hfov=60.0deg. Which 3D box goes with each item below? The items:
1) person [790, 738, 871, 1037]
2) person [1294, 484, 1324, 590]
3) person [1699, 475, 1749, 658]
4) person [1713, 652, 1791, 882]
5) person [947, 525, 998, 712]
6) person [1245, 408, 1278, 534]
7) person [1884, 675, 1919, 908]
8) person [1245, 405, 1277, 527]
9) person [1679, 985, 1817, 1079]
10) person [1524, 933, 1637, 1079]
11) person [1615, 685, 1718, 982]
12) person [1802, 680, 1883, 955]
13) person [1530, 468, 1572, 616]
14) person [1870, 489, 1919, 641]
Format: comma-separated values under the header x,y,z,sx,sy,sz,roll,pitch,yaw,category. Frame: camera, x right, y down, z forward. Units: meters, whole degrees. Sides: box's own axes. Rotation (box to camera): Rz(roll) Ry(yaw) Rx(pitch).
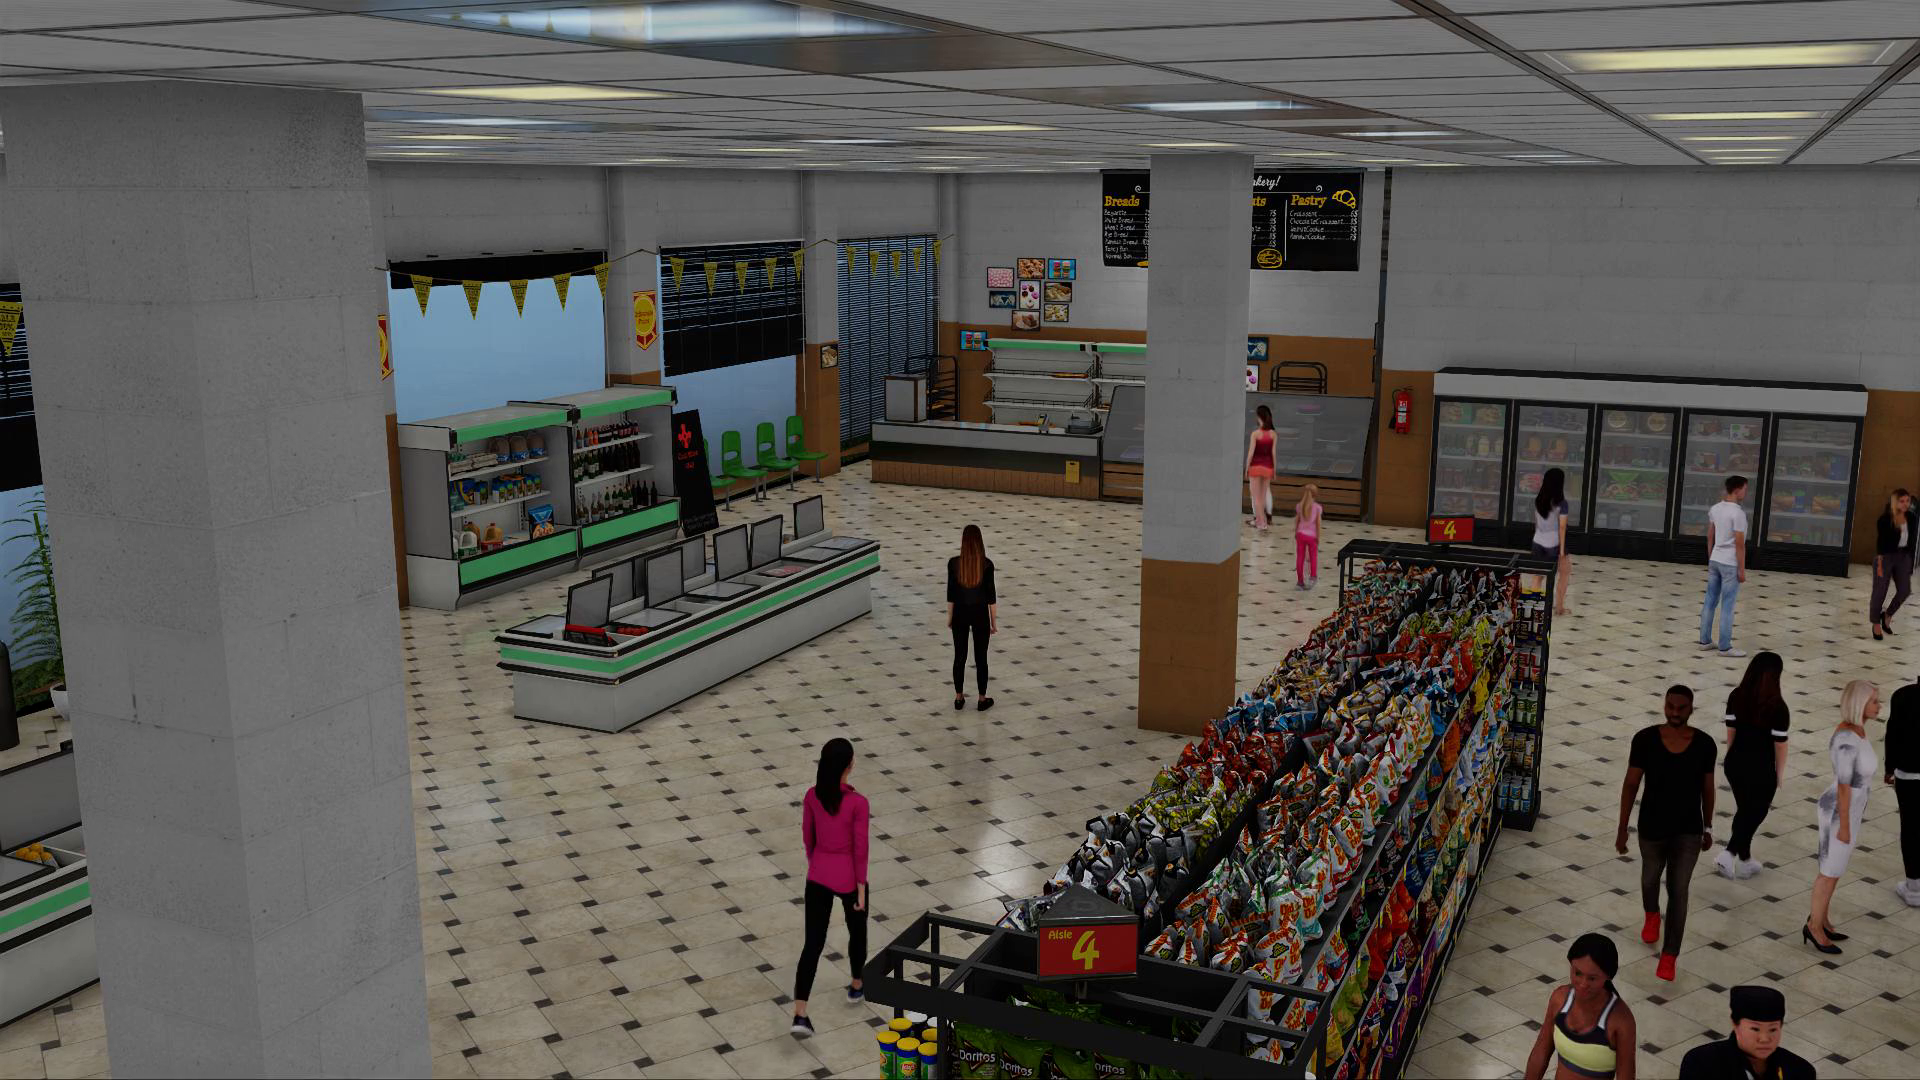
x,y,z,sx,sy,sz,roll,pitch,yaw,category
-0.746,1.977,9.332,0.680,1.659,1.156,4,12,17,person
4.133,-0.029,19.858,0.519,1.247,0.822,4,13,20,person
7.841,0.253,17.040,0.786,1.856,0.700,-3,12,-14,person
5.359,1.572,11.343,0.989,1.623,0.865,-7,14,-30,person
0.093,0.707,15.238,0.661,1.710,0.612,2,12,11,person
4.187,-0.944,23.038,0.922,1.727,1.051,-3,12,-12,person
6.375,1.566,10.940,0.744,1.800,0.788,3,12,15,person
4.291,-1.059,23.594,0.632,1.723,0.732,-8,14,-32,person
3.082,2.548,6.588,0.777,1.671,0.753,1,12,5,person
2.666,2.431,6.968,0.775,1.745,0.716,-7,14,-29,person
4.361,1.740,10.227,0.689,1.753,1.184,6,13,25,person
5.502,1.708,10.390,0.652,1.748,0.496,8,14,33,person
6.453,0.058,18.368,0.898,1.690,0.811,-8,14,-34,person
9.773,0.249,17.553,0.727,1.652,0.775,-1,12,-6,person
